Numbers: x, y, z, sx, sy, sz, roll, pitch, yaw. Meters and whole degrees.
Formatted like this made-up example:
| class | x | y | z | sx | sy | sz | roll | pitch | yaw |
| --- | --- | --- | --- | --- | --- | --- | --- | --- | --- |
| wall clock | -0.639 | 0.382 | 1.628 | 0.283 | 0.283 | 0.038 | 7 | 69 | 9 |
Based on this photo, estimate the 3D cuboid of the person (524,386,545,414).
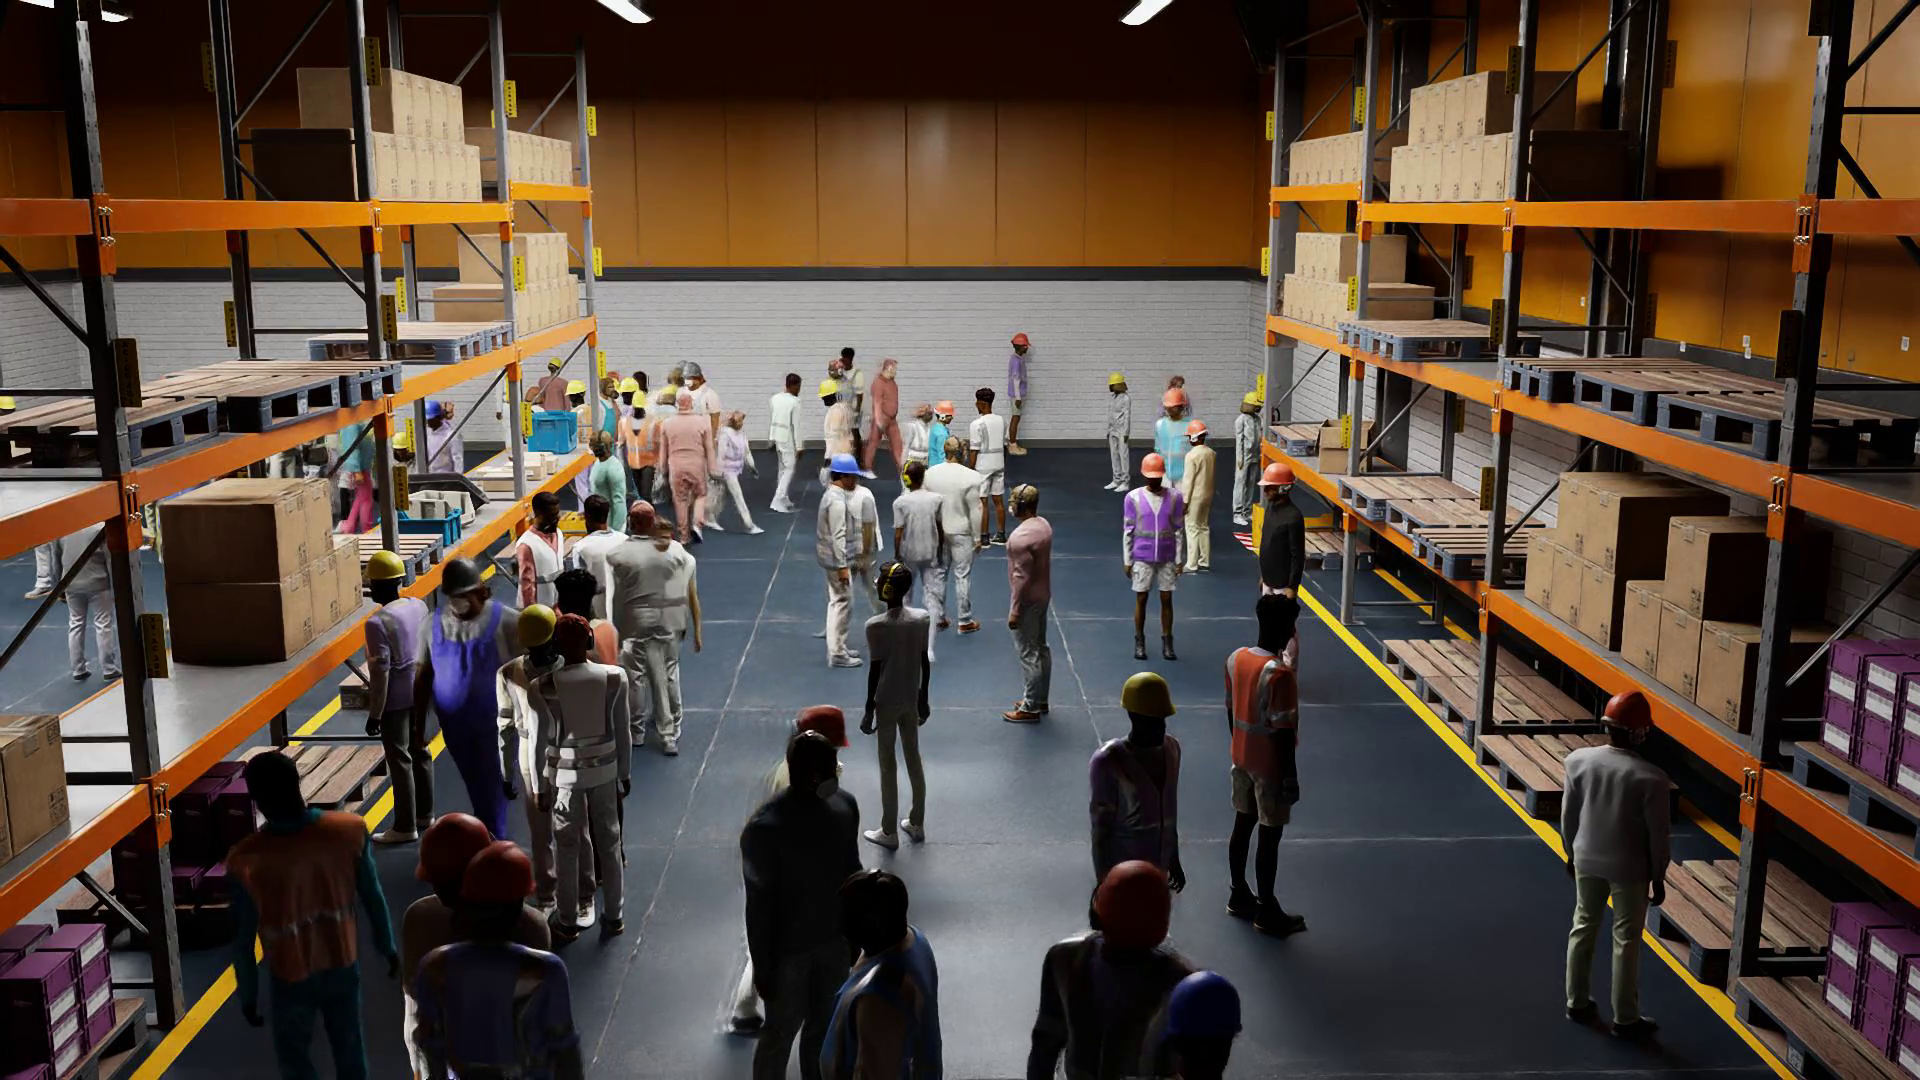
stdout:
| class | x | y | z | sx | sy | sz | roll | pitch | yaw |
| --- | --- | --- | --- | --- | --- | --- | --- | --- | --- |
| person | -5.966 | -1.345 | 23.396 | 0.499 | 1.634 | 0.285 | 9 | 15 | 39 |

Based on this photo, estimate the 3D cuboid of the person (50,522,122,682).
| class | x | y | z | sx | sy | sz | roll | pitch | yaw |
| --- | --- | --- | --- | --- | --- | --- | --- | --- | --- |
| person | -7.603 | 0.373 | 14.511 | 0.569 | 1.743 | 0.349 | 0 | 11 | -2 |

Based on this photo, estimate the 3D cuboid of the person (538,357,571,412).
| class | x | y | z | sx | sy | sz | roll | pitch | yaw |
| --- | --- | --- | --- | --- | --- | --- | --- | --- | --- |
| person | -6.463 | -2.038 | 26.581 | 0.530 | 1.752 | 0.341 | 2 | 11 | 10 |

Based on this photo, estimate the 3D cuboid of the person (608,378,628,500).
| class | x | y | z | sx | sy | sz | roll | pitch | yaw |
| --- | --- | --- | --- | --- | --- | --- | --- | --- | --- |
| person | -4.863 | -1.388 | 23.307 | 0.340 | 1.760 | 0.527 | 4 | 12 | 17 |

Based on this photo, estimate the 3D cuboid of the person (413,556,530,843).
| class | x | y | z | sx | sy | sz | roll | pitch | yaw |
| --- | --- | --- | --- | --- | --- | --- | --- | --- | --- |
| person | -3.037 | 1.074 | 10.246 | 0.711 | 2.000 | 0.942 | 1 | 11 | 4 |

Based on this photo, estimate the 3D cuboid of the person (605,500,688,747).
| class | x | y | z | sx | sy | sz | roll | pitch | yaw |
| --- | --- | --- | --- | --- | --- | --- | --- | --- | --- |
| person | -2.404 | 0.637 | 12.769 | 0.641 | 1.912 | 0.410 | -5 | 12 | -25 |

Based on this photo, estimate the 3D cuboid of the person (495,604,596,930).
| class | x | y | z | sx | sy | sz | roll | pitch | yaw |
| --- | --- | --- | --- | --- | --- | --- | --- | --- | --- |
| person | -2.341 | 1.289 | 9.506 | 0.590 | 1.911 | 0.397 | -1 | 11 | -3 |

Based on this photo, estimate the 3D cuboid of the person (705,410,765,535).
| class | x | y | z | sx | sy | sz | roll | pitch | yaw |
| --- | --- | --- | --- | --- | --- | --- | --- | --- | --- |
| person | -2.891 | -0.858 | 21.079 | 0.896 | 1.586 | 0.522 | 4 | 12 | 20 |

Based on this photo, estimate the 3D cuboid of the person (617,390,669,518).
| class | x | y | z | sx | sy | sz | roll | pitch | yaw |
| --- | --- | --- | --- | --- | --- | --- | --- | --- | --- |
| person | -3.996 | -0.967 | 20.923 | 0.621 | 1.870 | 0.963 | 3 | 12 | 15 |

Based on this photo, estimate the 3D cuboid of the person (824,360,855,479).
| class | x | y | z | sx | sy | sz | roll | pitch | yaw |
| --- | --- | --- | --- | --- | --- | --- | --- | --- | --- |
| person | -1.813 | -1.711 | 24.579 | 0.400 | 1.900 | 0.642 | -6 | 13 | -29 |

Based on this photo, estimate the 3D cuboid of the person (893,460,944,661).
| class | x | y | z | sx | sy | sz | roll | pitch | yaw |
| --- | --- | --- | --- | --- | --- | --- | --- | --- | --- |
| person | -0.386 | 0.165 | 15.355 | 0.552 | 1.834 | 0.779 | -4 | 12 | -19 |

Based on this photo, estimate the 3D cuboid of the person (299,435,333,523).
| class | x | y | z | sx | sy | sz | roll | pitch | yaw |
| --- | --- | --- | --- | --- | --- | --- | --- | --- | --- |
| person | -8.370 | -1.003 | 21.545 | 0.320 | 1.694 | 0.534 | 1 | 11 | 5 |

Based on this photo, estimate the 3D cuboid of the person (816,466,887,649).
| class | x | y | z | sx | sy | sz | roll | pitch | yaw |
| --- | --- | --- | --- | --- | --- | --- | --- | --- | --- |
| person | -1.006 | 0.108 | 15.697 | 0.474 | 1.818 | 0.654 | -7 | 14 | -33 |

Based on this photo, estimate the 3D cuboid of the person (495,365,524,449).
| class | x | y | z | sx | sy | sz | roll | pitch | yaw |
| --- | --- | --- | --- | --- | --- | --- | --- | --- | --- |
| person | -7.224 | -2.128 | 26.732 | 0.351 | 1.878 | 0.568 | 6 | 13 | 27 |

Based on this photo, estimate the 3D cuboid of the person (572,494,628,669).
| class | x | y | z | sx | sy | sz | roll | pitch | yaw |
| --- | --- | --- | --- | --- | --- | --- | --- | --- | --- |
| person | -2.779 | 0.591 | 13.012 | 0.398 | 1.909 | 0.600 | 7 | 13 | 32 |

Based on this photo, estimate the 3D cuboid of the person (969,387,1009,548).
| class | x | y | z | sx | sy | sz | roll | pitch | yaw |
| --- | --- | --- | --- | --- | --- | --- | --- | --- | --- |
| person | 0.336 | -0.881 | 20.274 | 0.611 | 1.958 | 0.368 | -10 | 15 | -42 |

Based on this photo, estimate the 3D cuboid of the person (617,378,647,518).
| class | x | y | z | sx | sy | sz | roll | pitch | yaw |
| --- | --- | --- | --- | --- | --- | --- | --- | --- | --- |
| person | -4.278 | -1.179 | 21.865 | 0.391 | 1.918 | 0.591 | -3 | 12 | -13 |

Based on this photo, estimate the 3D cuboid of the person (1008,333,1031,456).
| class | x | y | z | sx | sy | sz | roll | pitch | yaw |
| --- | --- | --- | --- | --- | --- | --- | --- | --- | --- |
| person | 0.997 | -2.441 | 27.869 | 0.393 | 2.041 | 0.613 | 0 | 11 | 2 |

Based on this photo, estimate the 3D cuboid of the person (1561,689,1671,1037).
| class | x | y | z | sx | sy | sz | roll | pitch | yaw |
| --- | --- | --- | --- | --- | --- | --- | --- | --- | --- |
| person | 3.286 | 1.600 | 8.326 | 0.327 | 1.753 | 0.561 | -9 | 15 | -39 |

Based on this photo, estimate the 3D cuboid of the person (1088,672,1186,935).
| class | x | y | z | sx | sy | sz | roll | pitch | yaw |
| --- | --- | --- | --- | --- | --- | --- | --- | --- | --- |
| person | 0.871 | 1.568 | 8.054 | 0.585 | 1.929 | 0.370 | -10 | 15 | -40 |

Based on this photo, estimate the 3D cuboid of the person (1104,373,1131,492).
| class | x | y | z | sx | sy | sz | roll | pitch | yaw |
| --- | --- | --- | --- | --- | --- | --- | --- | --- | --- |
| person | 2.299 | -1.581 | 24.342 | 0.325 | 1.731 | 0.489 | -7 | 13 | -30 |

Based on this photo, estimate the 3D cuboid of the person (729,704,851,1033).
| class | x | y | z | sx | sy | sz | roll | pitch | yaw |
| --- | --- | --- | --- | --- | --- | --- | --- | --- | --- |
| person | -0.775 | 1.650 | 8.262 | 0.725 | 1.722 | 0.596 | -5 | 12 | -22 |

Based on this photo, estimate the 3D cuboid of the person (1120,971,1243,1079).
| class | x | y | z | sx | sy | sz | roll | pitch | yaw |
| --- | --- | --- | --- | --- | --- | --- | --- | --- | --- |
| person | 0.666 | 2.217 | 4.906 | 0.628 | 1.892 | 0.991 | 10 | 15 | 40 |

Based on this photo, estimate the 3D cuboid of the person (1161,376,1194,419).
| class | x | y | z | sx | sy | sz | roll | pitch | yaw |
| --- | --- | --- | --- | --- | --- | --- | --- | --- | --- |
| person | 3.276 | -1.708 | 25.325 | 0.524 | 1.604 | 0.839 | -6 | 13 | -29 |

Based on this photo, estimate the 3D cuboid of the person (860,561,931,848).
| class | x | y | z | sx | sy | sz | roll | pitch | yaw |
| --- | --- | --- | --- | --- | --- | --- | --- | --- | --- |
| person | -0.420 | 1.054 | 10.765 | 0.531 | 1.875 | 0.316 | -9 | 14 | -37 |

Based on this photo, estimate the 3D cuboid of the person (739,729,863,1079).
| class | x | y | z | sx | sy | sz | roll | pitch | yaw |
| --- | --- | --- | --- | --- | --- | --- | --- | --- | --- |
| person | -0.665 | 1.742 | 7.183 | 0.370 | 1.932 | 0.625 | 10 | 15 | 42 |

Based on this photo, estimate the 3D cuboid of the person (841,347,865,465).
| class | x | y | z | sx | sy | sz | roll | pitch | yaw |
| --- | --- | --- | --- | --- | --- | --- | --- | --- | --- |
| person | -1.745 | -2.123 | 26.570 | 0.648 | 1.922 | 0.547 | 9 | 15 | 39 |

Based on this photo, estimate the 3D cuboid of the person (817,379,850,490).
| class | x | y | z | sx | sy | sz | roll | pitch | yaw |
| --- | --- | --- | --- | --- | --- | --- | --- | --- | --- |
| person | -1.649 | -1.169 | 21.862 | 0.460 | 1.891 | 0.602 | -2 | 11 | -11 |

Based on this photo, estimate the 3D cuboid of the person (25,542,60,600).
| class | x | y | z | sx | sy | sz | roll | pitch | yaw |
| --- | --- | --- | --- | --- | --- | --- | --- | --- | --- |
| person | -9.659 | -0.299 | 17.526 | 0.573 | 1.885 | 0.356 | 3 | 12 | 17 |

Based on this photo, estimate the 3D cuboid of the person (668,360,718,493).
| class | x | y | z | sx | sy | sz | roll | pitch | yaw |
| --- | --- | --- | --- | --- | --- | --- | --- | --- | --- |
| person | -3.841 | -1.643 | 23.872 | 0.600 | 2.000 | 0.701 | -3 | 12 | -17 |

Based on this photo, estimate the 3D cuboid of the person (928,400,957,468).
| class | x | y | z | sx | sy | sz | roll | pitch | yaw |
| --- | --- | --- | --- | --- | --- | --- | --- | --- | --- |
| person | -0.213 | -0.883 | 20.828 | 0.354 | 1.738 | 0.574 | -2 | 11 | -8 |

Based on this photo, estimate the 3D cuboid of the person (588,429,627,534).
| class | x | y | z | sx | sy | sz | roll | pitch | yaw |
| --- | --- | --- | --- | --- | --- | --- | --- | --- | --- |
| person | -3.514 | -0.147 | 16.634 | 0.379 | 1.937 | 0.629 | -6 | 13 | -27 |
